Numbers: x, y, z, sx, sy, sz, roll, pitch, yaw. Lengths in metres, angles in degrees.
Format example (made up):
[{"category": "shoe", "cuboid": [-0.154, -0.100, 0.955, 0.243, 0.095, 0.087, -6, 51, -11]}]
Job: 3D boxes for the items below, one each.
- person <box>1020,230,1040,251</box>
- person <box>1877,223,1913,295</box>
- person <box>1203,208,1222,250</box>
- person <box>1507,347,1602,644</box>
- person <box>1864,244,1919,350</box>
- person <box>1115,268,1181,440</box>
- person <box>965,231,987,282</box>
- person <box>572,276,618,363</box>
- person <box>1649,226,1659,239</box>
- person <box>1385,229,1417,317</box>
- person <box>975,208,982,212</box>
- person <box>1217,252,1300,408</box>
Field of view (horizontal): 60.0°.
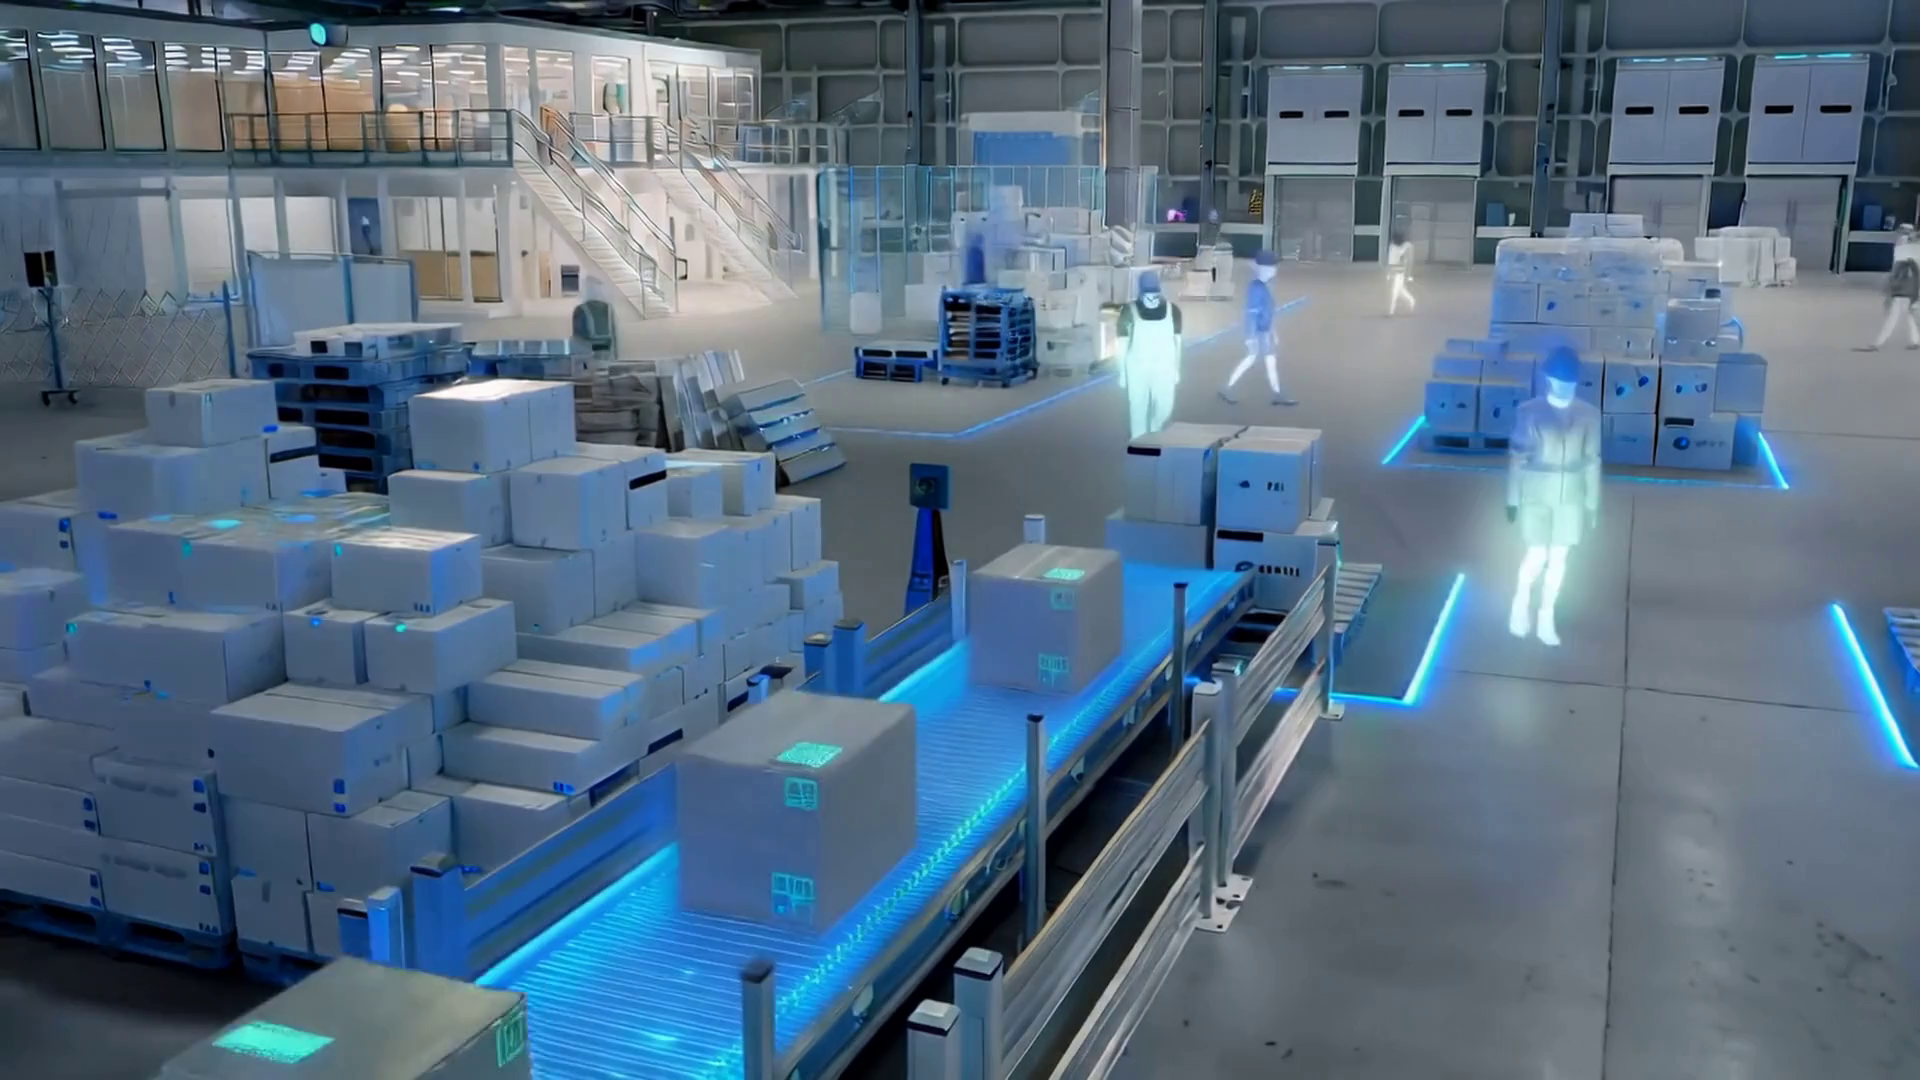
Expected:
[{"category": "person", "cuboid": [1.229, -4.835, 31.086, 0.759, 1.901, 0.594, -5, 13, -20]}, {"category": "person", "cuboid": [22.599, -6.751, 40.051, 0.769, 1.738, 0.530, 4, 13, 17]}, {"category": "person", "cuboid": [6.961, -8.169, 45.929, 0.642, 1.947, 0.555, -4, 13, -18]}, {"category": "person", "cuboid": [3.776, -0.271, 10.581, 0.535, 1.914, 0.415, 0, 13, 0]}, {"category": "person", "cuboid": [15.798, -4.070, 27.930, 1.008, 1.792, 0.623, 1, 13, 5]}, {"category": "person", "cuboid": [1.959, -1.806, 17.187, 0.698, 2.000, 0.537, -2, 13, -9]}, {"category": "person", "cuboid": [0.345, -4.571, 29.875, 0.643, 1.918, 0.650, -2, 13, -7]}, {"category": "person", "cuboid": [-4.093, -2.052, 18.747, 0.980, 1.845, 0.583, 7, 14, 30]}, {"category": "person", "cuboid": [16.201, -6.499, 39.013, 0.317, 1.695, 0.540, 8, 15, 31]}, {"category": "person", "cuboid": [9.207, -5.555, 34.561, 0.887, 1.802, 0.613, -6, 14, -26]}, {"category": "person", "cuboid": [0.449, -8.401, 46.996, 0.468, 1.937, 0.660, -12, 17, -42]}, {"category": "person", "cuboid": [3.807, -2.691, 21.288, 1.083, 1.992, 0.622, 5, 13, 20]}]
